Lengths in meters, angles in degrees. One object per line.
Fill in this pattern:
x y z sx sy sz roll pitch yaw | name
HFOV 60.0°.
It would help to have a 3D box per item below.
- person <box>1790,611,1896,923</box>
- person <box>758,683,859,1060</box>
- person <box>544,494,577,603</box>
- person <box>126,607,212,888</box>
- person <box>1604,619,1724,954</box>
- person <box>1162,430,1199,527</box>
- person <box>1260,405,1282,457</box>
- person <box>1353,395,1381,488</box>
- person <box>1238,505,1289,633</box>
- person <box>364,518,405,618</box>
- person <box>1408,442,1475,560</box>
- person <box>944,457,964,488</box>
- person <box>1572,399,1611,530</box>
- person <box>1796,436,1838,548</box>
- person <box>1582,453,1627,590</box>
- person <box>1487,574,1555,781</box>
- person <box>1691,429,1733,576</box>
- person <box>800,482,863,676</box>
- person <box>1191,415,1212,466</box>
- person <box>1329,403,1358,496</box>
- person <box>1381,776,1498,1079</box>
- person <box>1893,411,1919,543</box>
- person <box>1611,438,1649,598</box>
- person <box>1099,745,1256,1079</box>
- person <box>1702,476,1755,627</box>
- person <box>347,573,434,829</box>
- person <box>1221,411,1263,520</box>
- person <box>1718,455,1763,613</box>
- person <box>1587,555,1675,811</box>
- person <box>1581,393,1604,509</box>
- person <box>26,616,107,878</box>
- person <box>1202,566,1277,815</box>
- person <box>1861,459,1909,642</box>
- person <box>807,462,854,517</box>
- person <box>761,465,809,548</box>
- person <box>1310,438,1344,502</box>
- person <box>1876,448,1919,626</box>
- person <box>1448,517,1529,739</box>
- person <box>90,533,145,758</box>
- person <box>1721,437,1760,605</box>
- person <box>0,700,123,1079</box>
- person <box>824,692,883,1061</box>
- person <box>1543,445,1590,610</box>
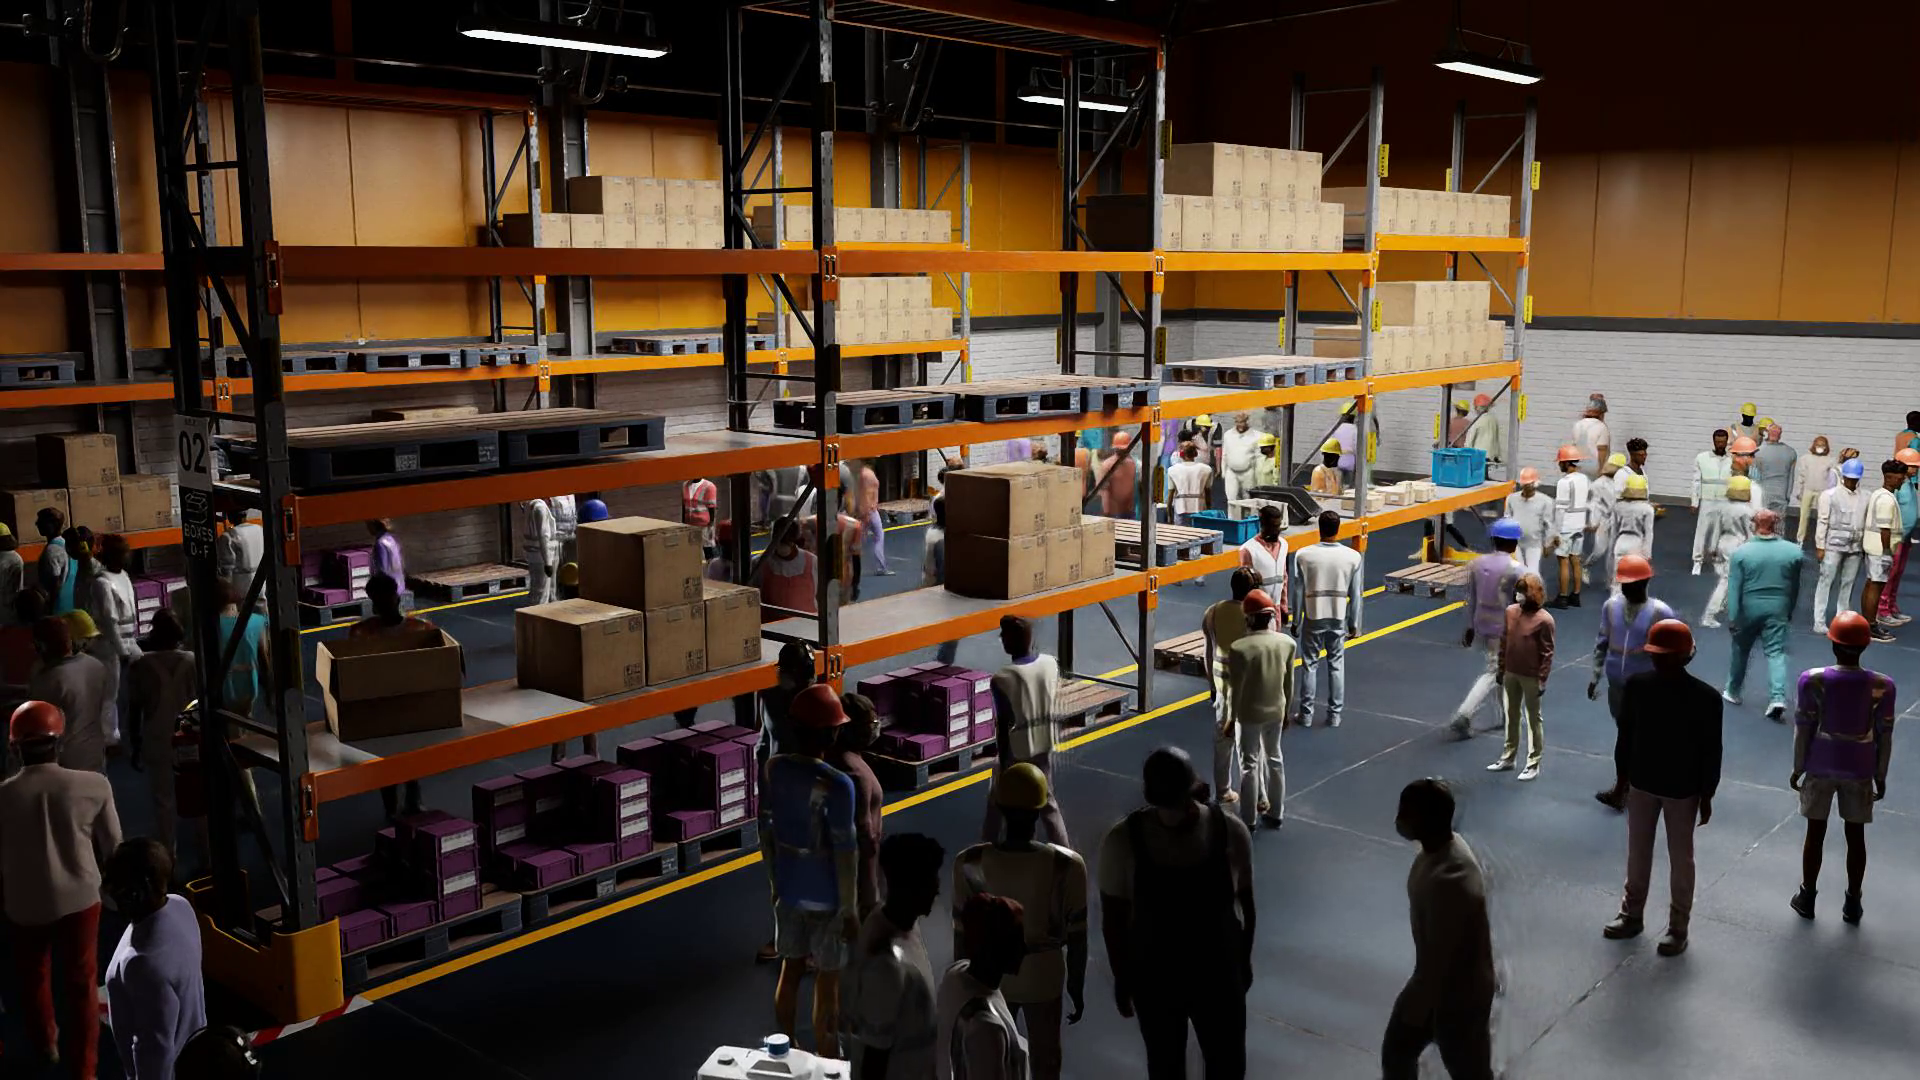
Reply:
5.424 1.393 10.259 0.550 1.942 0.346 3 10 20 | person
-0.704 1.702 8.115 0.609 2.043 0.397 8 13 41 | person
-4.669 -0.078 19.407 0.404 1.822 0.587 4 10 21 | person
-5.120 1.349 10.846 0.519 1.839 0.353 -6 11 -31 | person
4.155 1.438 9.832 0.396 1.993 0.617 -8 12 -39 | person
3.143 -0.756 23.920 0.529 1.655 0.750 -6 11 -34 | person
5.610 -1.764 29.845 0.610 1.700 0.334 -7 12 -35 | person
7.272 -1.804 29.720 0.669 1.833 0.333 0 10 -1 | person
2.728 0.624 14.974 0.595 1.907 0.413 -8 13 -41 | person
-5.639 0.517 16.423 0.434 1.619 0.546 -1 10 -6 | person
6.564 -0.513 22.466 0.812 1.668 0.530 0 10 3 | person
-0.057 -0.233 20.876 0.306 1.637 0.524 -5 11 -28 | person
9.595 -1.151 25.160 0.736 2.000 0.698 -5 11 -28 | person
12.099 -0.667 23.507 0.502 1.626 0.299 6 11 33 | person
8.046 -0.227 20.608 0.506 1.722 0.473 -3 10 -19 | person
4.438 1.068 13.114 0.279 1.636 0.501 -6 11 -30 | person
9.799 -0.491 21.583 0.596 1.917 0.372 2 10 11 | person
-1.267 0.389 16.325 0.626 1.925 0.566 1 10 4 | person
3.660 -1.022 25.204 0.309 1.769 0.525 7 12 35 | person
6.009 -1.168 25.712 0.617 1.880 0.944 6 11 33 | person
1.988 1.940 7.131 0.874 1.895 0.636 1 10 5 | person
13.731 -0.918 24.143 0.380 1.916 0.606 1 10 8 | person
8.109 -0.254 20.038 0.644 1.962 0.382 -8 13 -41 | person
0.958 1.853 7.225 0.700 2.000 0.622 0 10 1 | person
8.637 0.126 18.574 0.884 1.702 0.489 -3 10 -17 | person
-3.992 1.160 11.805 0.682 1.914 1.030 -4 10 -20 | person
4.233 -1.015 24.891 0.650 1.869 0.831 4 11 25 | person
9.078 -0.060 19.173 0.575 1.863 0.608 -1 10 -6 | person
4.977 1.056 12.462 0.947 1.880 0.566 -8 12 -39 | person
10.459 -1.477 27.513 0.403 1.904 0.651 4 10 24 | person
-5.560 1.401 10.339 0.405 1.903 0.636 0 10 2 | person
2.099 1.104 12.286 0.620 1.845 0.429 9 13 42 | person
9.932 0.102 17.912 0.371 1.961 0.602 4 10 20 | person
-1.623 -0.338 20.304 0.682 2.000 1.052 7 12 36 | person
-2.107 -0.310 20.257 0.607 2.007 1.018 -2 10 -11 | person
4.496 -0.297 20.448 0.407 1.917 0.583 5 11 26 | person
10.538 -0.040 18.656 0.622 1.993 0.384 -9 13 -42 | person
4.566 0.746 14.232 0.946 1.913 0.611 -4 10 -23 | person
-6.790 0.875 13.613 0.729 1.860 0.590 -1 10 -3 | person
9.082 -0.184 19.378 0.392 2.041 0.615 5 11 27 | person
-4.447 1.739 8.169 0.649 1.959 0.915 -6 11 -32 | person
-0.549 1.710 8.378 0.372 1.940 0.627 -4 10 -22 | person
7.119 -0.149 19.522 0.546 1.929 0.389 -7 12 -36 | person
